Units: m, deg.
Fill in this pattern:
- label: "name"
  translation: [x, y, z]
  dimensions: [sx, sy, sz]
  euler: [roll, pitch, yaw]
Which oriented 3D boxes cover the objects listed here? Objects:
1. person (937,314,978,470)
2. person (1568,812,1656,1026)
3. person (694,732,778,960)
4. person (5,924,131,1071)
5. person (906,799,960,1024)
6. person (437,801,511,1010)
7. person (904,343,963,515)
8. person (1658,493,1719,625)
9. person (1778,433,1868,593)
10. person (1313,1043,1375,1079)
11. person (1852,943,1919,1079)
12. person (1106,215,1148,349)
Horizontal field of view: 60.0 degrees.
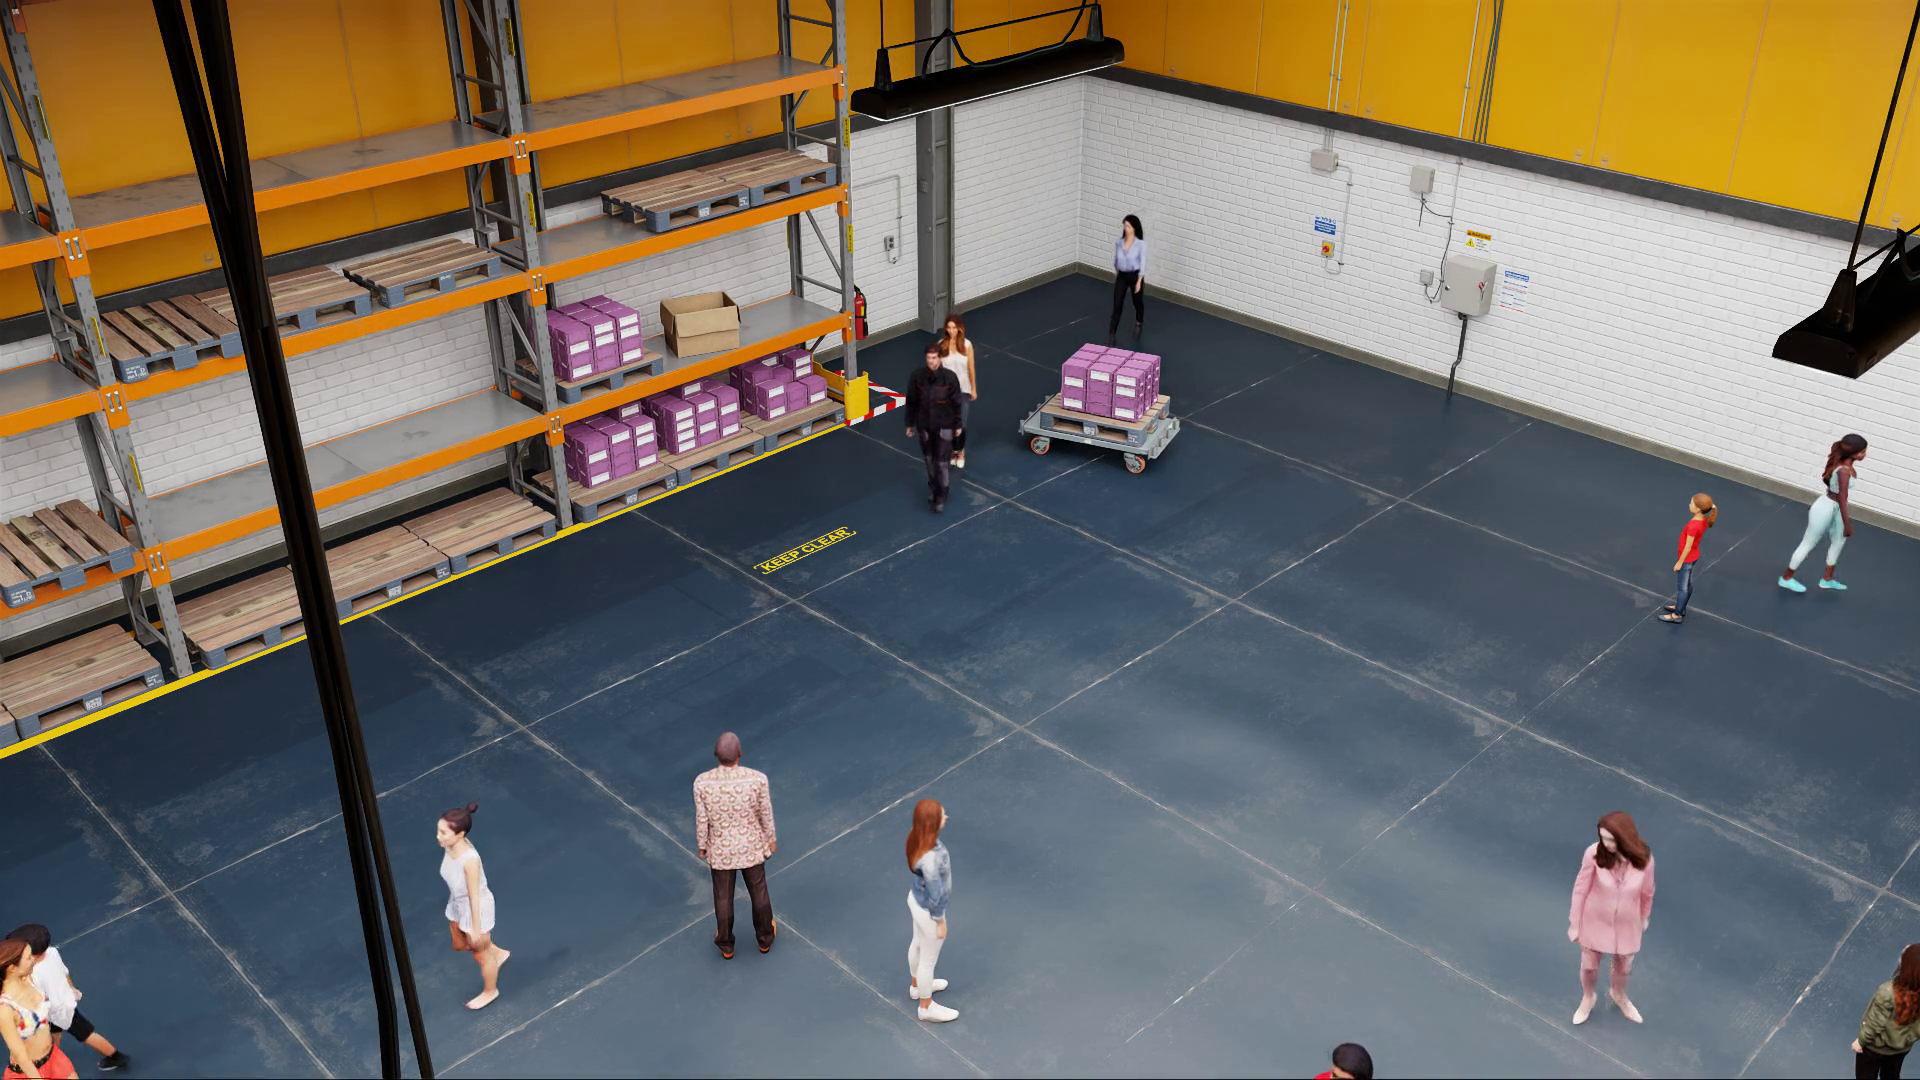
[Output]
- label: "person"
  translation: [-0.032, -1.668, 18.301]
  dimensions: [0.745, 1.774, 0.784]
  euler: [5, 29, 9]
- label: "person"
  translation: [4.238, 2.446, 10.764]
  dimensions: [0.886, 1.767, 0.874]
  euler: [0, 29, 1]
- label: "person"
  translation: [-1.530, 2.088, 11.378]
  dimensions: [0.743, 1.808, 0.841]
  euler: [-4, 29, -7]
- label: "person"
  translation: [-5.614, 2.913, 10.470]
  dimensions: [0.955, 1.230, 0.829]
  euler: [-3, 29, -5]
- label: "person"
  translation: [-0.223, 2.406, 10.905]
  dimensions: [0.690, 1.703, 0.688]
  euler: [-7, 29, -12]
- label: "person"
  translation: [-3.170, 2.400, 11.025]
  dimensions: [0.617, 1.599, 0.551]
  euler: [-25, 37, -37]
- label: "person"
  translation: [-0.235, -1.241, 17.464]
  dimensions: [0.934, 1.824, 0.992]
  euler: [8, 30, 14]
- label: "person"
  translation: [6.769, 0.159, 15.434]
  dimensions: [0.562, 1.311, 0.472]
  euler: [20, 34, 32]
- label: "person"
  translation: [8.124, -0.252, 15.779]
  dimensions: [0.774, 1.702, 0.837]
  euler: [13, 31, 23]
- label: "person"
  translation: [2.054, 3.398, 9.049]
  dimensions: [0.573, 1.738, 0.541]
  euler: [22, 36, 35]
- label: "person"
  translation: [5.605, 3.011, 10.032]
  dimensions: [0.611, 1.476, 0.718]
  euler: [-7, 29, -12]
- label: "person"
  translation: [2.241, -3.339, 21.447]
  dimensions: [0.880, 1.694, 1.209]
  euler: [14, 32, 24]
